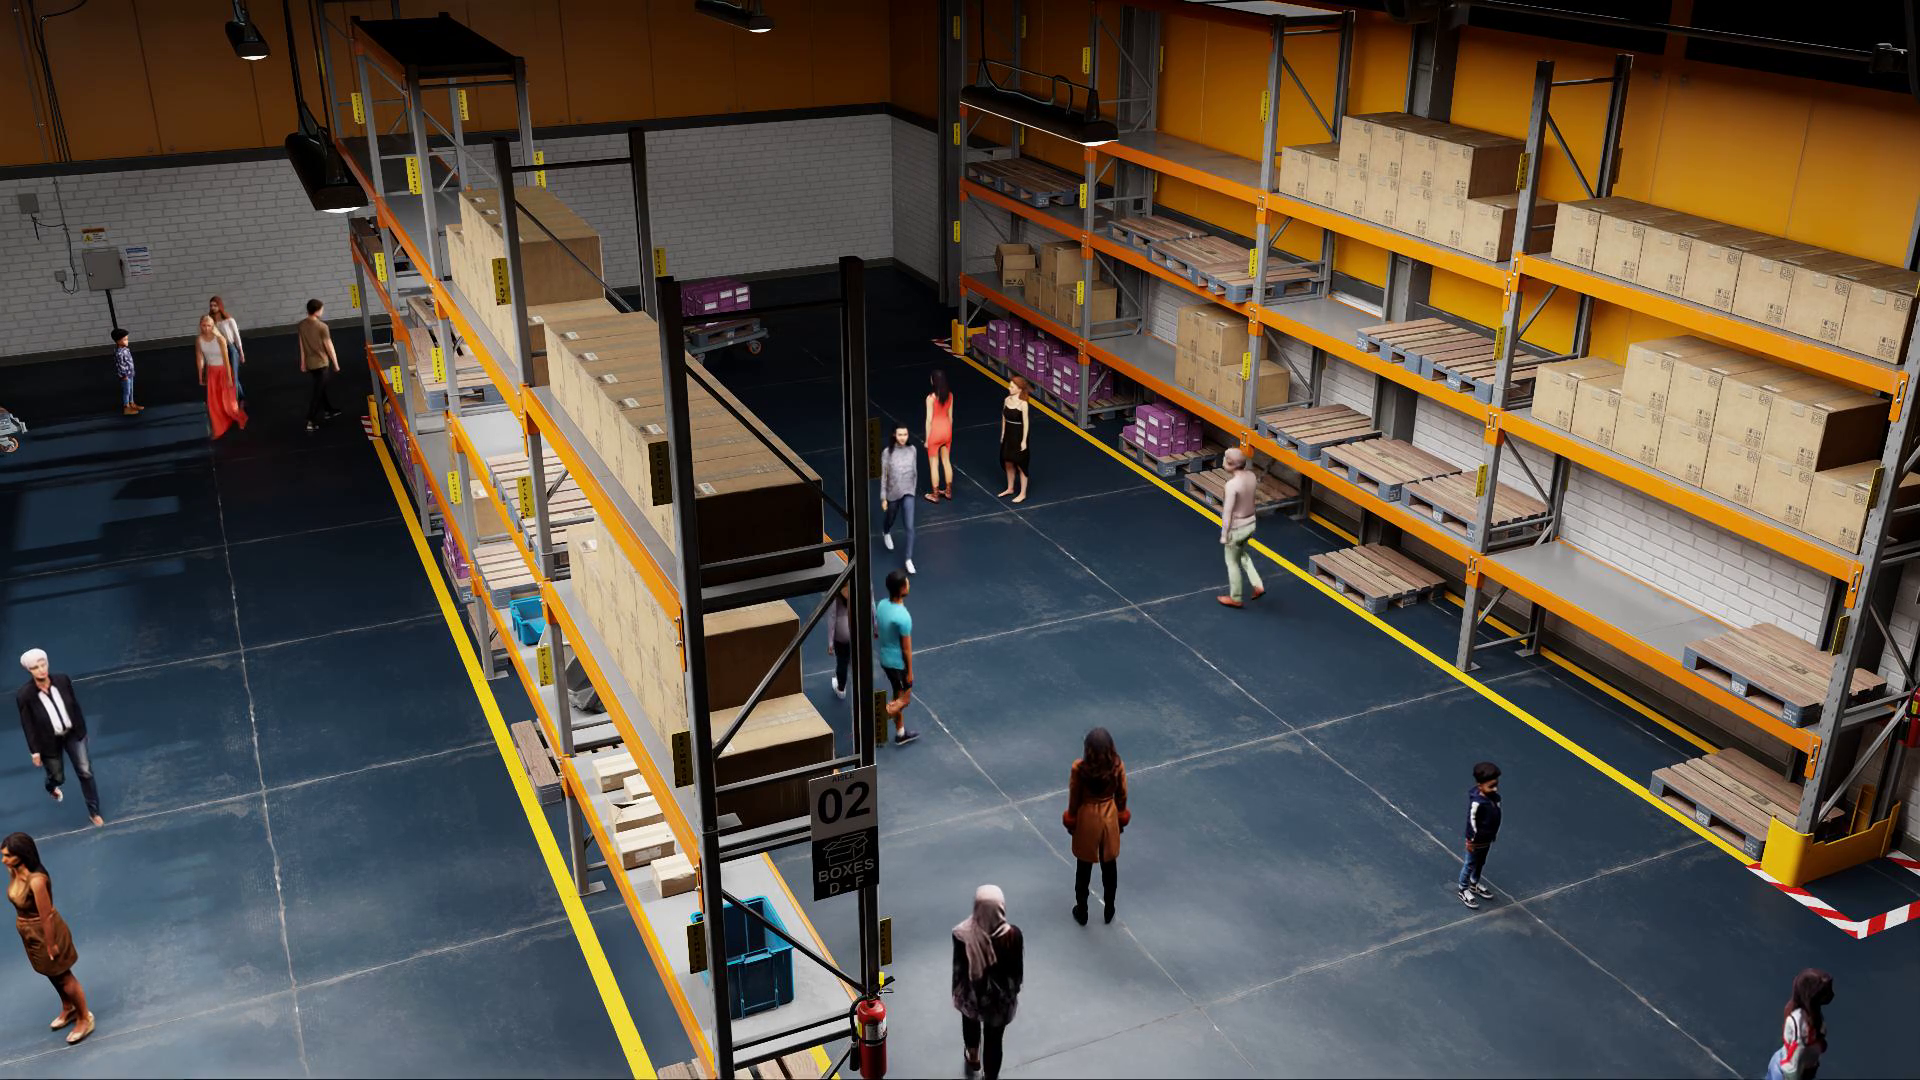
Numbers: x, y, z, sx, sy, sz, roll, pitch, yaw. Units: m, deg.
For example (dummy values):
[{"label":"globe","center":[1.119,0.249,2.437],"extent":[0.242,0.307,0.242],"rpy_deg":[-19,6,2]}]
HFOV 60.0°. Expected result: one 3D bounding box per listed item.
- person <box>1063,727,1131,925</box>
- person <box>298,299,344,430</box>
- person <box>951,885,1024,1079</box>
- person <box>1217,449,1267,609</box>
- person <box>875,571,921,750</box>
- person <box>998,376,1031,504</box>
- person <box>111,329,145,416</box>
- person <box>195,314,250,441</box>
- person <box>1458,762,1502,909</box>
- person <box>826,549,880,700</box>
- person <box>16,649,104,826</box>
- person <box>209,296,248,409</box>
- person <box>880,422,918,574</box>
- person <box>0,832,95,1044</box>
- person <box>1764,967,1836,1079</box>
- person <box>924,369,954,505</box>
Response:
[{"label":"person","center":[1.049,2.185,12.760],"extent":[0.755,1.715,0.727],"rpy_deg":[-1,24,-3]},{"label":"person","center":[-8.989,-2.404,23.147],"extent":[1.190,1.804,1.213],"rpy_deg":[9,25,19]},{"label":"person","center":[0.180,3.025,10.959],"extent":[0.788,1.619,0.889],"rpy_deg":[-2,24,-4]},{"label":"person","center":[3.056,-0.072,17.768],"extent":[0.851,1.841,0.914],"rpy_deg":[-20,31,-38]},{"label":"person","center":[-0.666,1.138,15.106],"extent":[0.744,1.756,0.870],"rpy_deg":[-14,27,-29]},{"label":"person","center":[0.713,-1.279,20.797],"extent":[0.690,1.626,0.582],"rpy_deg":[-19,30,-37]},{"label":"person","center":[-11.992,-2.425,23.888],"extent":[0.619,1.250,0.522],"rpy_deg":[0,24,-1]},{"label":"person","center":[-10.103,-2.243,22.805],"extent":[0.896,1.783,0.959],"rpy_deg":[9,25,19]},{"label":"person","center":[4.106,2.300,13.115],"extent":[0.561,1.222,0.557],"rpy_deg":[-18,29,-35]},{"label":"person","center":[-0.987,0.959,15.606],"extent":[0.828,1.683,1.228],"rpy_deg":[-6,24,-13]},{"label":"person","center":[-7.633,1.672,14.139],"extent":[1.100,1.770,0.973],"rpy_deg":[20,30,37]},{"label":"person","center":[-10.492,-2.672,23.898],"extent":[0.882,1.694,1.096],"rpy_deg":[1,24,1]},{"label":"person","center":[-0.722,-0.543,19.024],"extent":[0.739,1.698,1.201],"rpy_deg":[-7,24,-15]},{"label":"person","center":[-6.348,2.742,11.527],"extent":[0.589,1.683,0.697],"rpy_deg":[17,29,33]},{"label":"person","center":[5.070,3.318,10.331],"extent":[1.056,1.586,0.980],"rpy_deg":[9,25,20]},{"label":"person","center":[-0.258,-1.297,20.724],"extent":[0.630,1.717,0.616],"rpy_deg":[-21,31,-39]}]
